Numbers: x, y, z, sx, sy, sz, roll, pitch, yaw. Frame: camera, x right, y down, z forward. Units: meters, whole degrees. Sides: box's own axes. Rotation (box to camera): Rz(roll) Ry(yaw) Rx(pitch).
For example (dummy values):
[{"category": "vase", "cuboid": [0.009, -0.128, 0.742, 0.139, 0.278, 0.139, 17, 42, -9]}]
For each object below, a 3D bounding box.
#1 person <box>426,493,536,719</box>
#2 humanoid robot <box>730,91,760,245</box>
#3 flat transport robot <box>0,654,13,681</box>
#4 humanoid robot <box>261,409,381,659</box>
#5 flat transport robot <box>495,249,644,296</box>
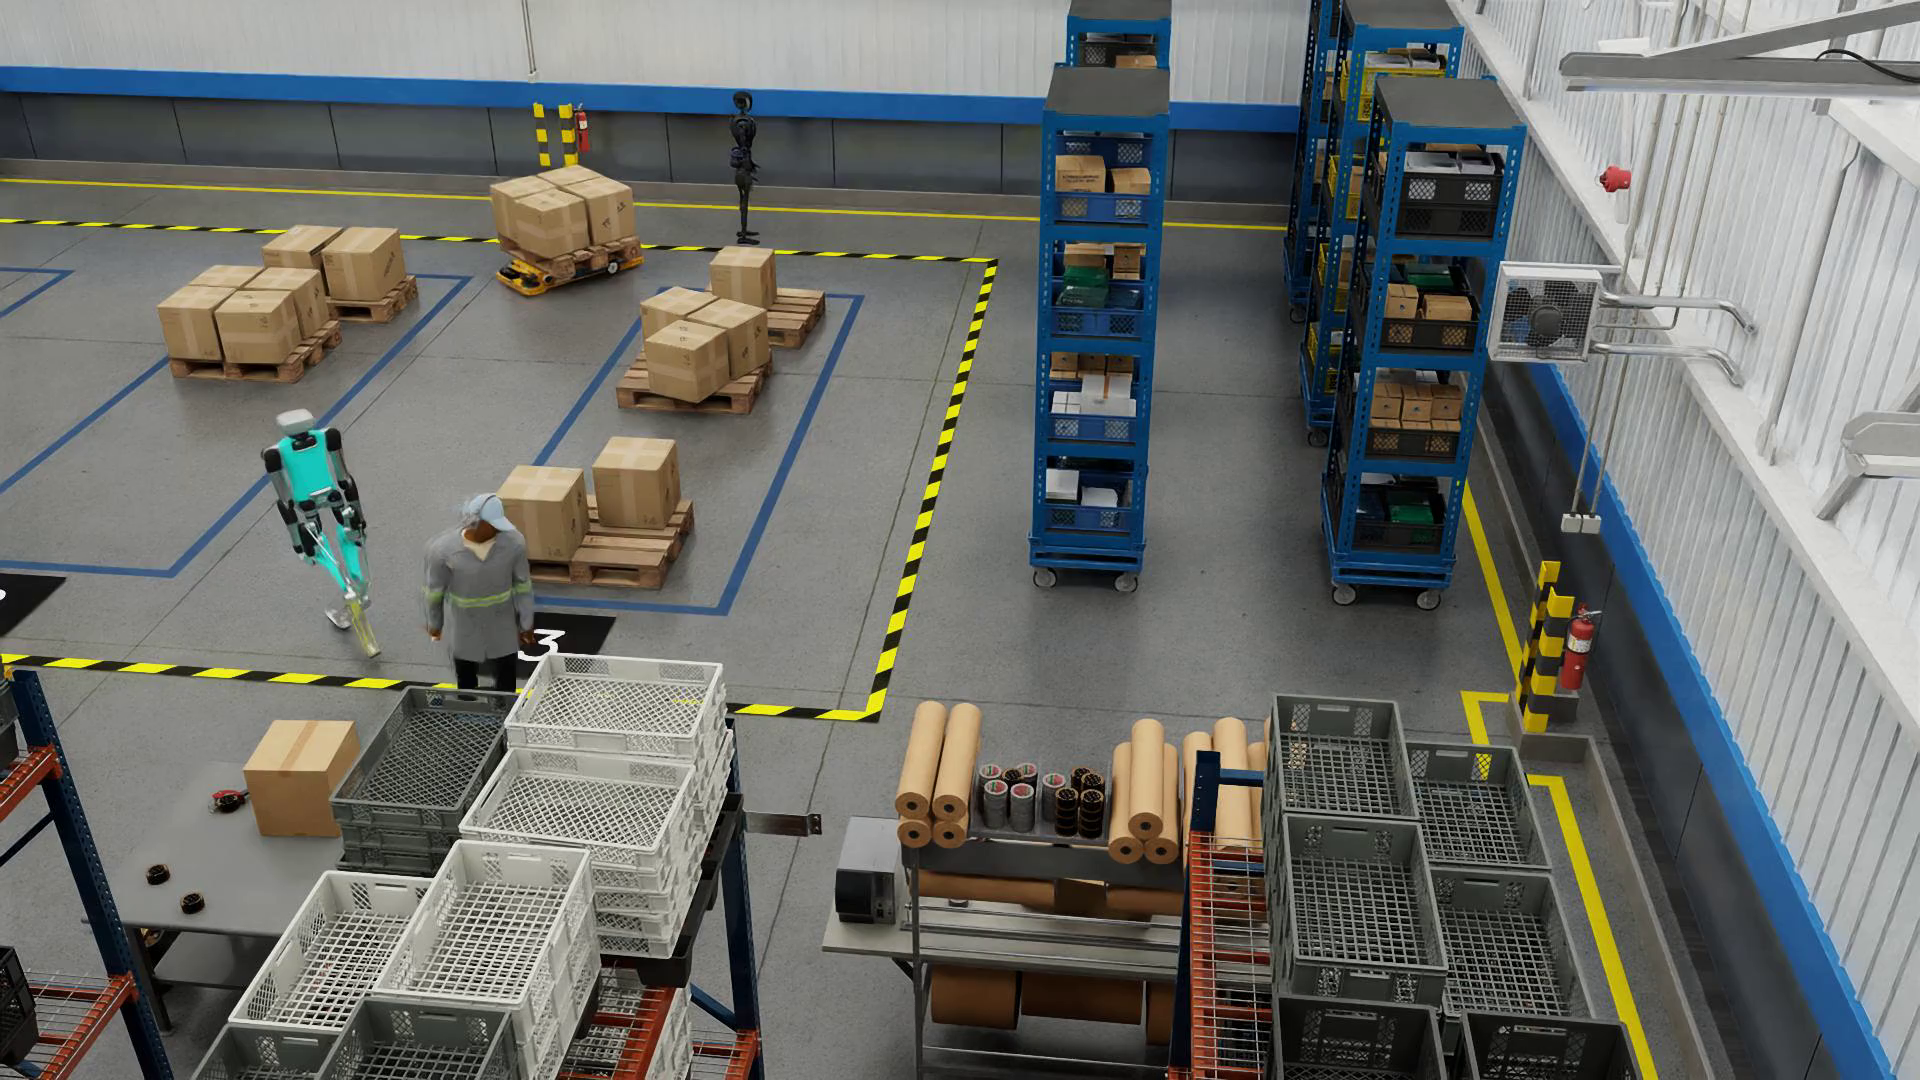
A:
[{"category": "person", "cuboid": [-2.989, 0.507, 10.274, 0.734, 1.808, 0.454, -10, 32, -16]}, {"category": "humanoid robot", "cuboid": [-2.366, -4.124, 18.341, 0.315, 1.659, 0.599, -2, 30, -3]}, {"category": "flat transport robot", "cuboid": [-7.142, 0.969, 11.010, 1.431, 0.231, 0.659, 3, 30, 6]}, {"category": "humanoid robot", "cuboid": [-4.146, 0.043, 11.198, 0.535, 1.750, 1.054, -25, 39, -36]}, {"category": "flat transport robot", "cuboid": [-4.153, -2.954, 17.720, 1.431, 0.197, 0.652, -25, 39, -36]}]
